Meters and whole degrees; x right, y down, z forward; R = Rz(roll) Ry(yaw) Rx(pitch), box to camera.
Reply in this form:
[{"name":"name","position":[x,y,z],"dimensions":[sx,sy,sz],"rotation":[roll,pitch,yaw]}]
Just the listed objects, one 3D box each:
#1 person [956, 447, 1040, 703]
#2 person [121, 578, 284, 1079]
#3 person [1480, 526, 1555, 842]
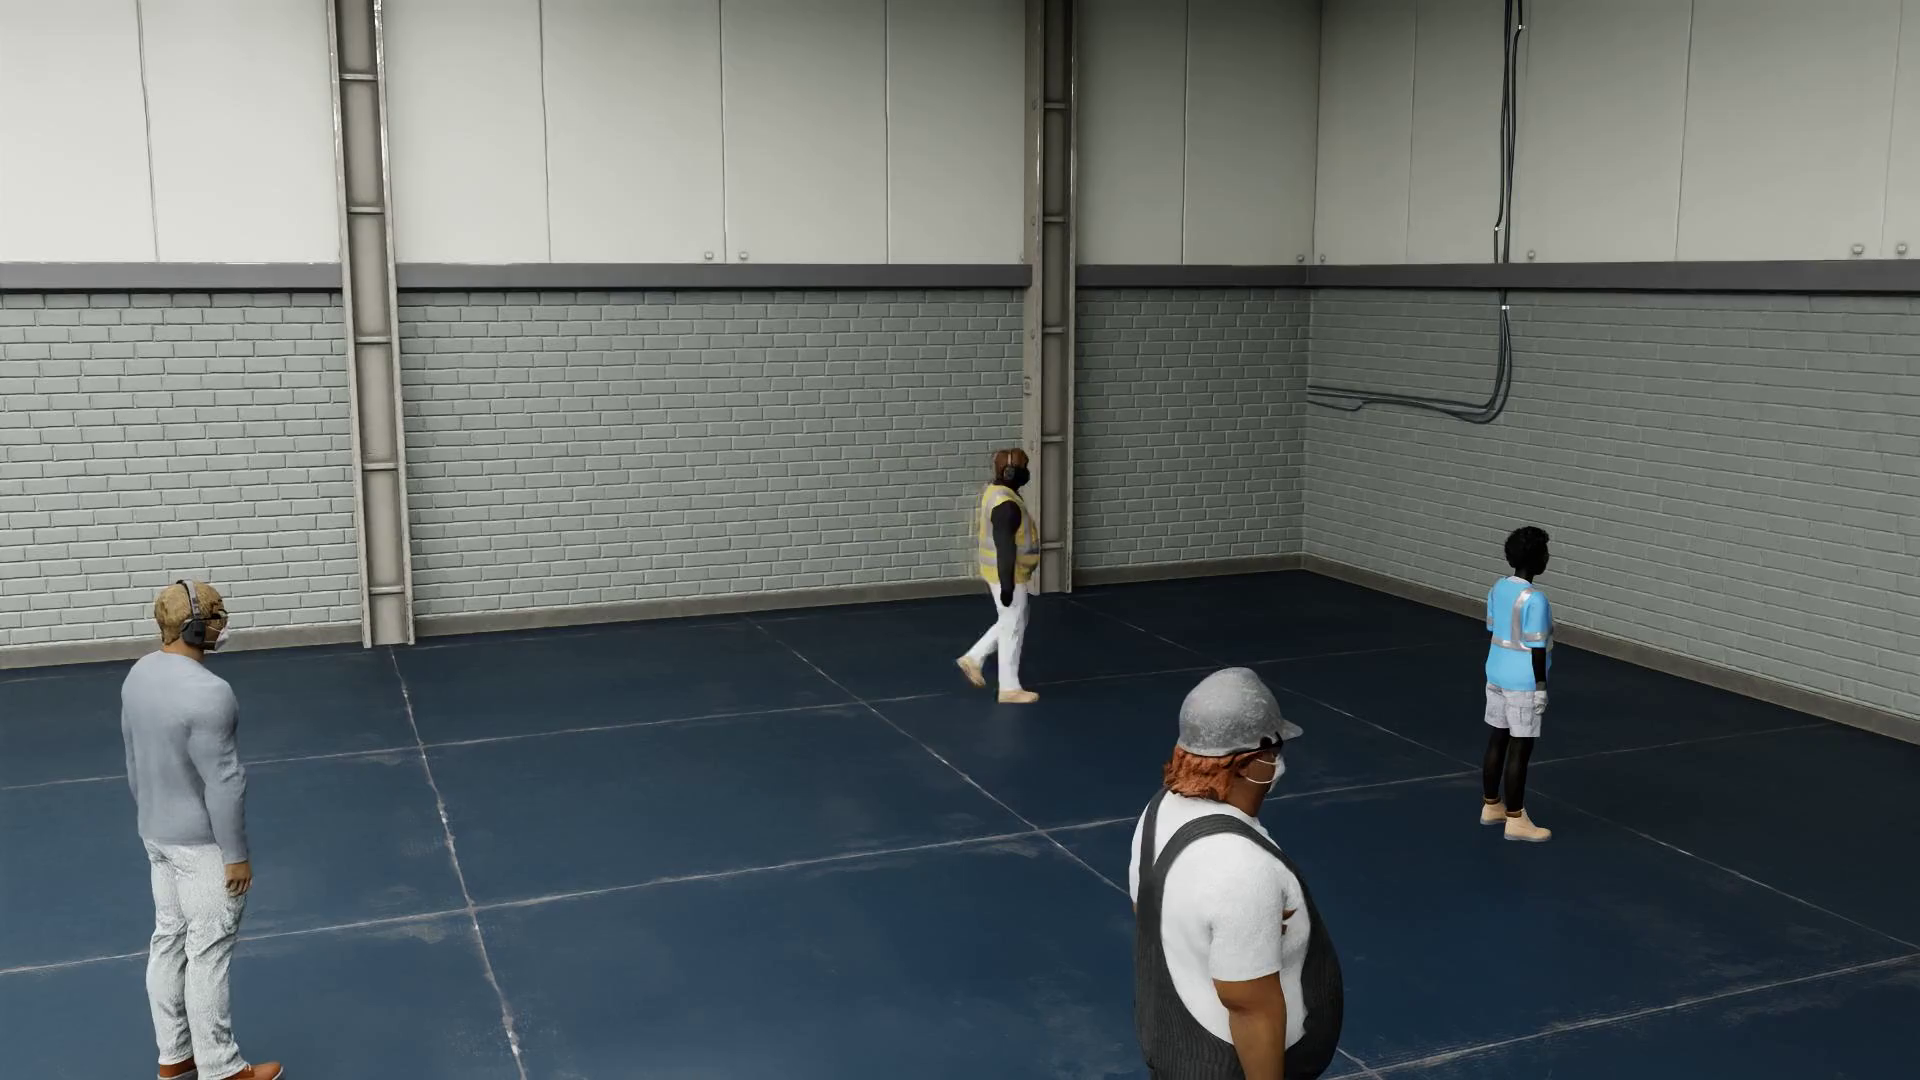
[{"name":"person","position":[0.302,0.254,11.772],"dimensions":[0.525,1.832,0.637],"rotation":[-1,9,-4]},{"name":"person","position":[-2.821,1.099,6.132],"dimensions":[0.632,1.938,0.359],"rotation":[7,11,37]},{"name":"person","position":[3.023,0.766,8.983],"dimensions":[0.316,1.696,0.540],"rotation":[-1,9,-9]}]
